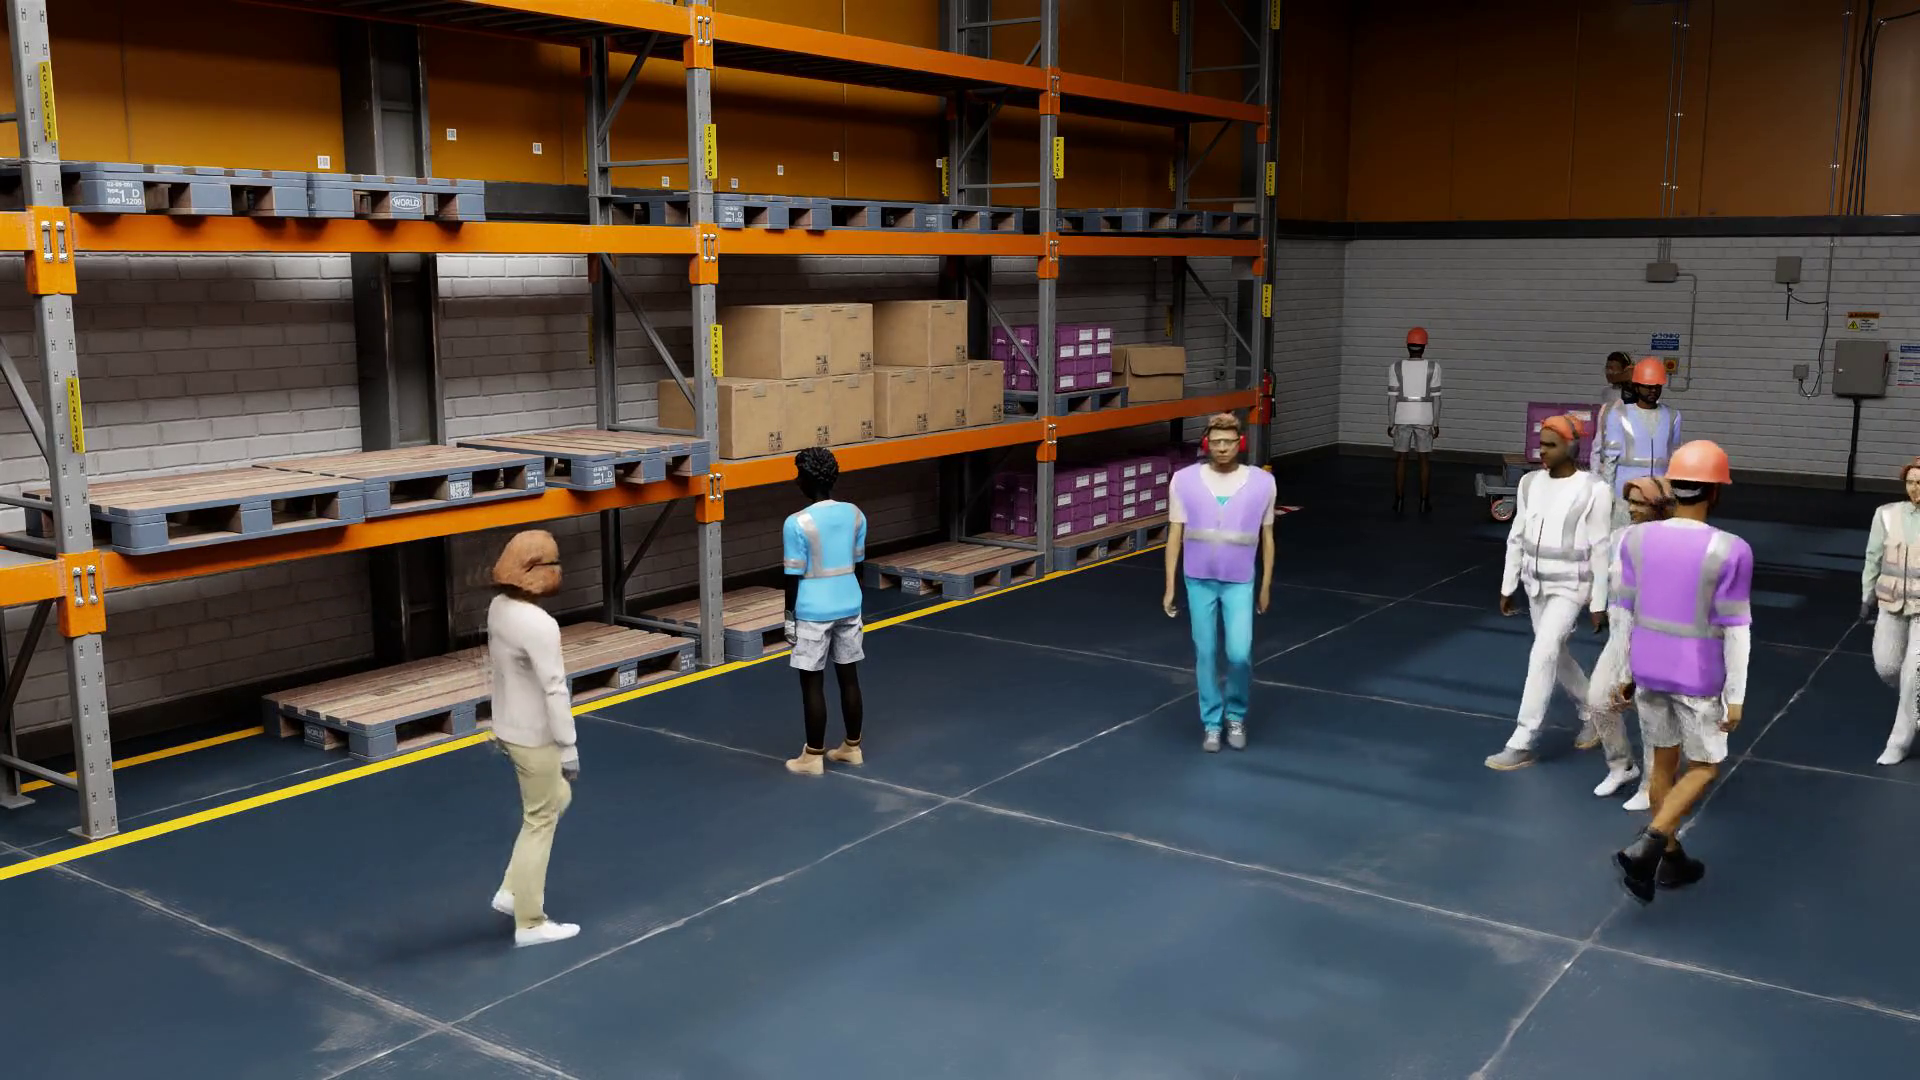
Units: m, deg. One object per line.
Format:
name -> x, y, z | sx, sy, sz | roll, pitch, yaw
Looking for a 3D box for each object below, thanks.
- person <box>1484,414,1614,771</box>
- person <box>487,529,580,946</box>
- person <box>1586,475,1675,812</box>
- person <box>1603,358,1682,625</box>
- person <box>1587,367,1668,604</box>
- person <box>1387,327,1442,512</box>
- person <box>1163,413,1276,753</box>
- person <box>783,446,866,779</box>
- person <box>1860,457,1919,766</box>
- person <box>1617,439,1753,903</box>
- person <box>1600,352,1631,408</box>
person -> 3.161, 0.253, 8.728 | 0.936, 1.849, 0.589 | -5, 11, -26
person -> -1.608, 0.757, 6.379 | 0.353, 1.617, 0.520 | -7, 12, -35
person -> 3.246, 0.501, 7.904 | 0.392, 1.623, 0.520 | -4, 11, -25
person -> 4.914, -0.342, 11.980 | 0.552, 1.936, 0.359 | 0, 10, -2
person -> 5.057, -0.392, 12.581 | 0.619, 1.839, 0.430 | 8, 13, 41
person -> 4.748, -1.254, 17.408 | 0.543, 1.939, 0.361 | 3, 10, 16
person -> 1.375, 0.235, 8.860 | 0.572, 1.827, 0.460 | 2, 10, 12
person -> -0.693, 0.370, 8.481 | 0.320, 1.694, 0.534 | 9, 13, 43
person -> 5.060, 0.353, 8.786 | 0.651, 1.617, 0.519 | -7, 12, -34
person -> 2.901, 0.550, 6.763 | 0.687, 1.912, 0.549 | -8, 12, -38
person -> 5.736, -0.737, 14.685 | 0.960, 1.820, 0.508 | -5, 11, -29
